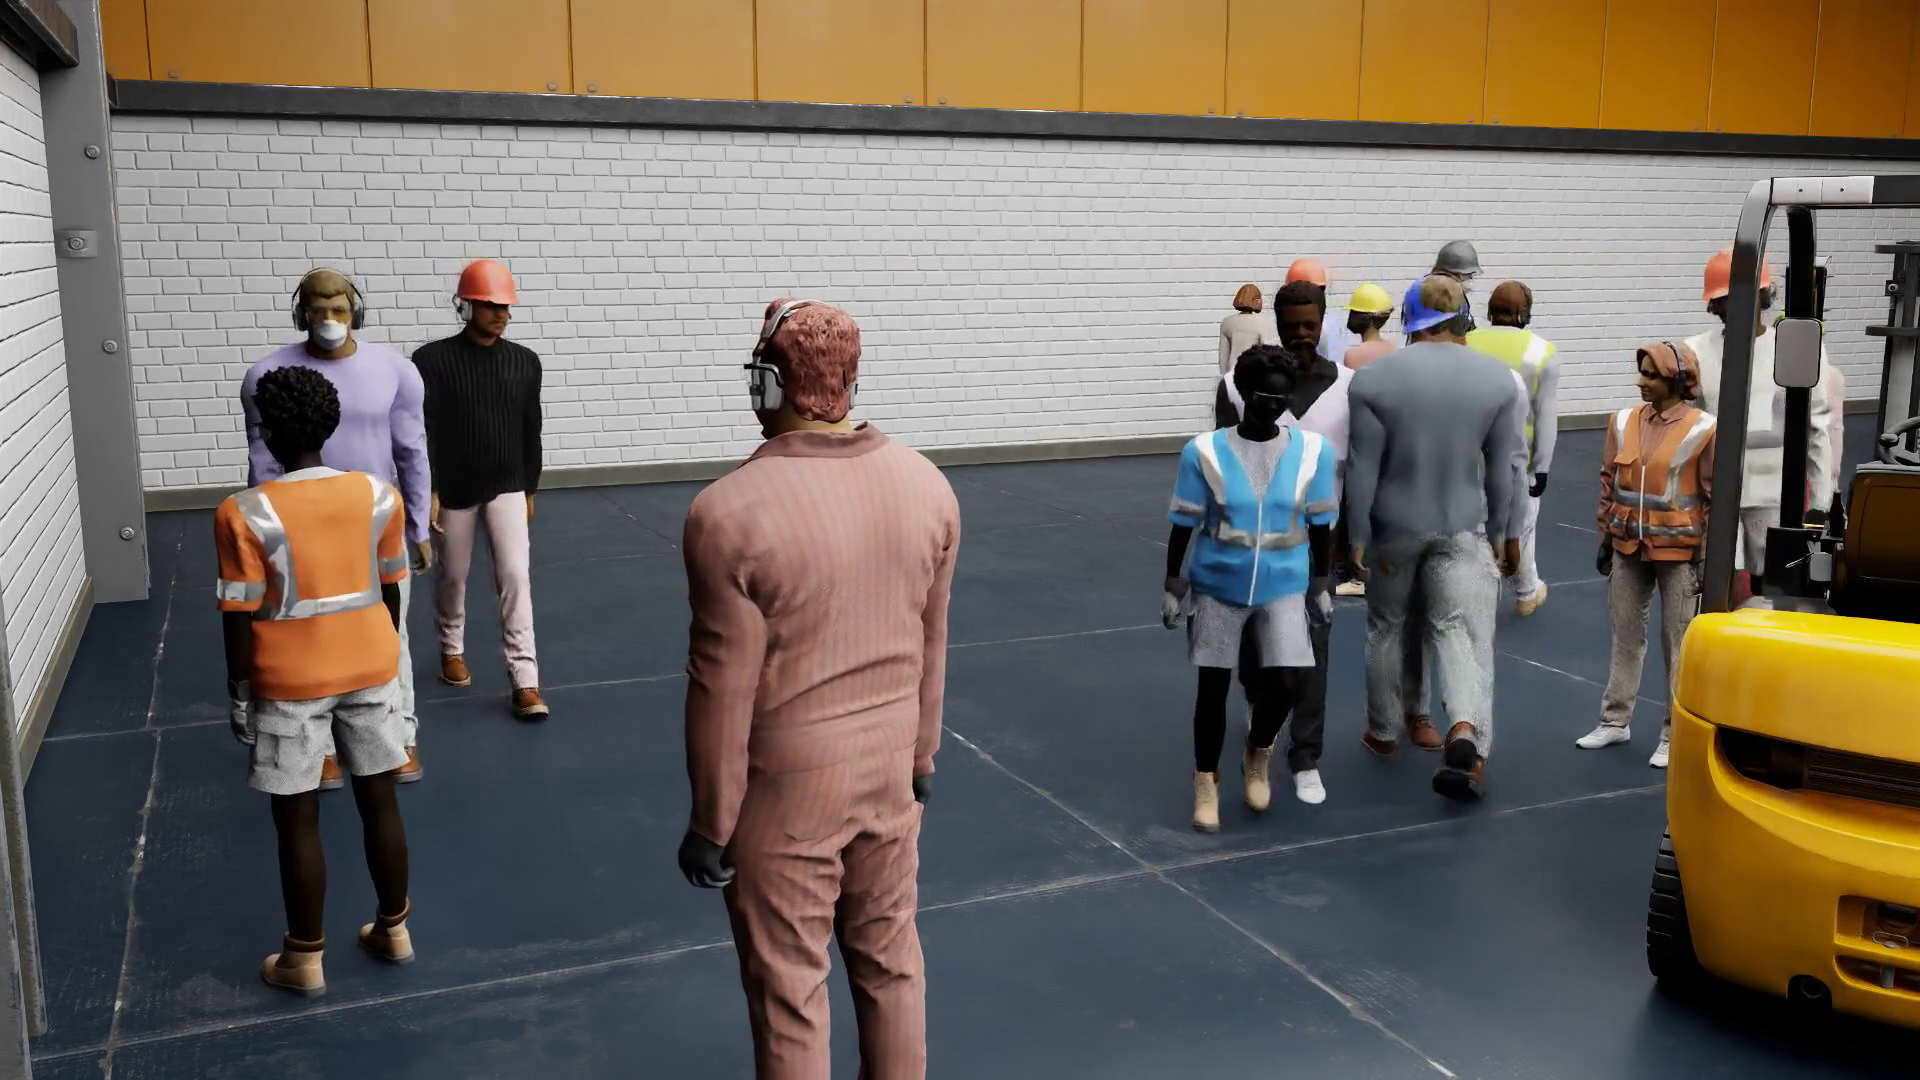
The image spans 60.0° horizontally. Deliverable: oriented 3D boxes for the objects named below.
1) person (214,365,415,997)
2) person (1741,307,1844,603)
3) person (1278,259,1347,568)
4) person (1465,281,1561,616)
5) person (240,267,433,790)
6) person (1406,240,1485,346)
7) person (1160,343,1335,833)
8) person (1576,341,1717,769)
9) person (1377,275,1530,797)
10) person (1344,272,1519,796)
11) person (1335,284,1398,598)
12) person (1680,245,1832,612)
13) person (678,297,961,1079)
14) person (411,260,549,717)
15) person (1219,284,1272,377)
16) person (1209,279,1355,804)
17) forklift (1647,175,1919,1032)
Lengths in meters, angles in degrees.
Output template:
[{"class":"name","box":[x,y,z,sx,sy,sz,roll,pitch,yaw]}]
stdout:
[{"class":"person","box":[-1.724,0.378,4.495,0.319,1.693,0.539,9,14,42]},{"class":"person","box":[4.004,-0.317,8.187,0.557,1.738,0.640,8,13,38]},{"class":"person","box":[2.081,-0.780,10.313,0.886,1.886,0.557,6,12,28]},{"class":"person","box":[2.818,-0.439,8.673,0.648,1.794,0.937,7,12,34]},{"class":"person","box":[-2.253,-0.023,6.090,0.631,1.923,0.412,-4,11,-23]},{"class":"person","box":[3.207,-0.945,10.808,0.646,2.000,0.706,5,11,25]},{"class":"person","box":[0.968,0.175,5.604,0.592,1.678,0.368,1,10,4]},{"class":"person","box":[2.688,0.055,6.412,0.315,1.636,0.514,-7,12,-34]},{"class":"person","box":[1.823,-0.039,6.276,0.603,1.895,0.866,3,11,17]},{"class":"person","box":[1.731,-0.027,6.133,0.631,1.908,0.880,0,10,1]},{"class":"person","box":[2.278,-0.554,9.440,0.365,1.770,0.534,9,14,41]},{"class":"person","box":[3.286,-0.223,6.954,0.641,2.002,0.846,7,12,32]},{"class":"person","box":[-0.303,0.475,3.353,0.410,1.909,0.642,10,14,44]},{"class":"person","box":[-2.103,-0.242,7.252,0.620,1.943,1.068,-6,12,-30]},{"class":"person","box":[2.479,-1.397,14.422,0.505,1.633,0.279,8,13,37]},{"class":"person","box":[1.240,-0.044,6.327,0.596,1.893,0.969,1,10,6]},{"class":"forklift","box":[2.810,0.094,4.662,1.214,2.155,2.313,7,12,34]}]
